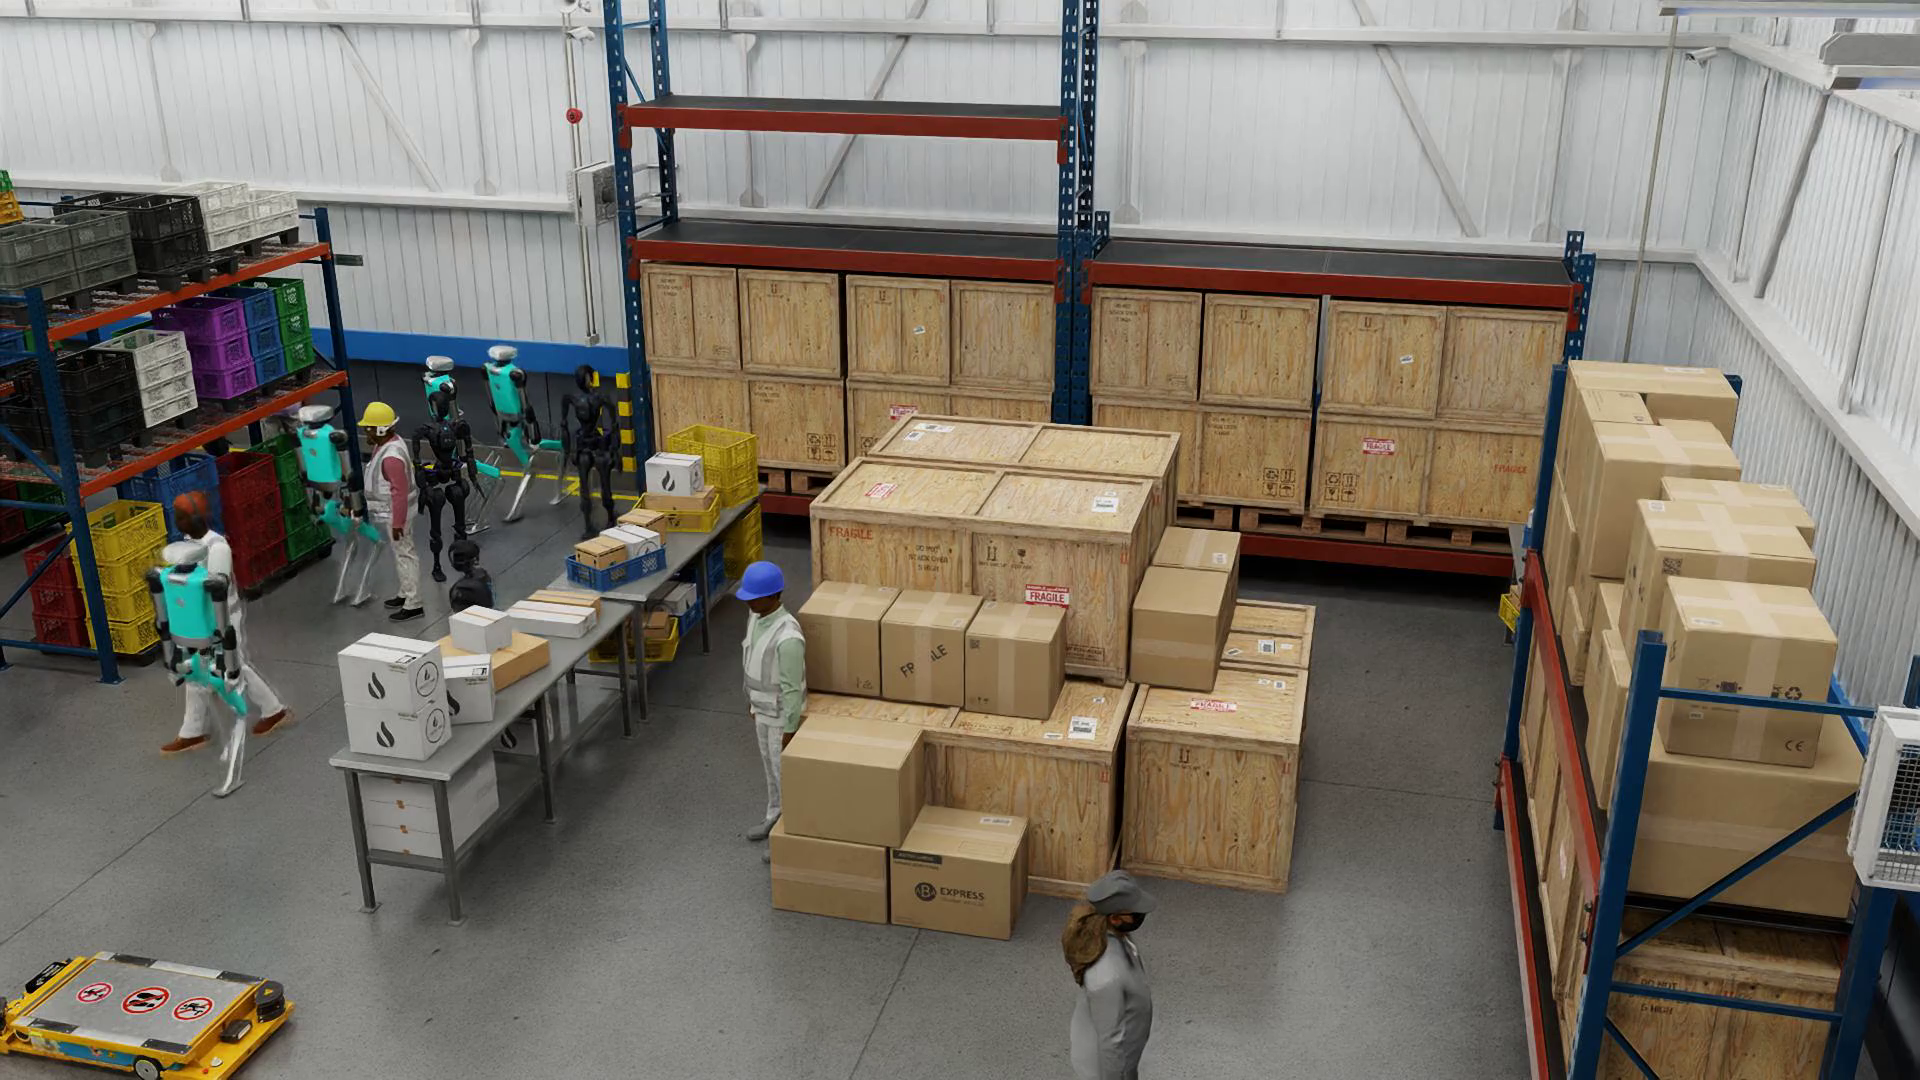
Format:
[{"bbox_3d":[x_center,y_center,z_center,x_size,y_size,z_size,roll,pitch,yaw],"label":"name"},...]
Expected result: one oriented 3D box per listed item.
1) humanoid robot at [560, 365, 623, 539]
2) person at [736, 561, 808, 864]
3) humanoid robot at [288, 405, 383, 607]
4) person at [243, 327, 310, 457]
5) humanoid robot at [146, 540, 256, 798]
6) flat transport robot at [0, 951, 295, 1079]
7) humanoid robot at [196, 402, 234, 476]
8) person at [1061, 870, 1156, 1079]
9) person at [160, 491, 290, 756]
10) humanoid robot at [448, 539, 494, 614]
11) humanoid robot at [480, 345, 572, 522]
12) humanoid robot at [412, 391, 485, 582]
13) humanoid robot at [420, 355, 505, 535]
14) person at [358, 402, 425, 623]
[{"bbox_3d":[-3.378,-0.812,15.254,0.587,1.649,0.628,3,21,8],"label":"humanoid robot"},{"bbox_3d":[-1.123,1.021,10.042,0.413,1.939,0.608,-10,23,-24],"label":"person"},{"bbox_3d":[-5.082,-0.324,13.768,0.530,1.753,0.671,6,22,16],"label":"humanoid robot"},{"bbox_3d":[-6.513,-1.268,15.880,0.607,2.043,0.393,-8,22,-20],"label":"person"},{"bbox_3d":[-4.919,0.765,11.052,0.587,1.784,0.880,3,21,8],"label":"humanoid robot"},{"bbox_3d":[-4.270,2.464,8.601,1.431,0.231,0.659,5,22,13],"label":"flat transport robot"},{"bbox_3d":[-7.084,-1.033,15.762,0.336,1.647,0.588,-14,25,-33],"label":"humanoid robot"},{"bbox_3d":[0.621,2.206,7.170,0.396,1.770,0.564,1,21,2],"label":"person"},{"bbox_3d":[-5.123,0.553,11.369,0.578,1.852,0.849,18,28,40],"label":"person"},{"bbox_3d":[-3.200,0.758,11.157,0.781,1.628,0.608,2,21,6],"label":"humanoid robot"},{"bbox_3d":[-4.022,-1.053,15.788,0.532,1.757,0.987,13,25,31],"label":"humanoid robot"},{"bbox_3d":[-4.415,-0.482,14.315,0.599,1.655,0.315,-18,27,-38],"label":"humanoid robot"},{"bbox_3d":[-4.450,-0.898,15.151,0.735,1.677,0.533,-17,27,-37],"label":"humanoid robot"},{"bbox_3d":[-4.590,-0.232,13.460,0.404,1.834,0.590,-8,22,-20],"label":"person"}]
